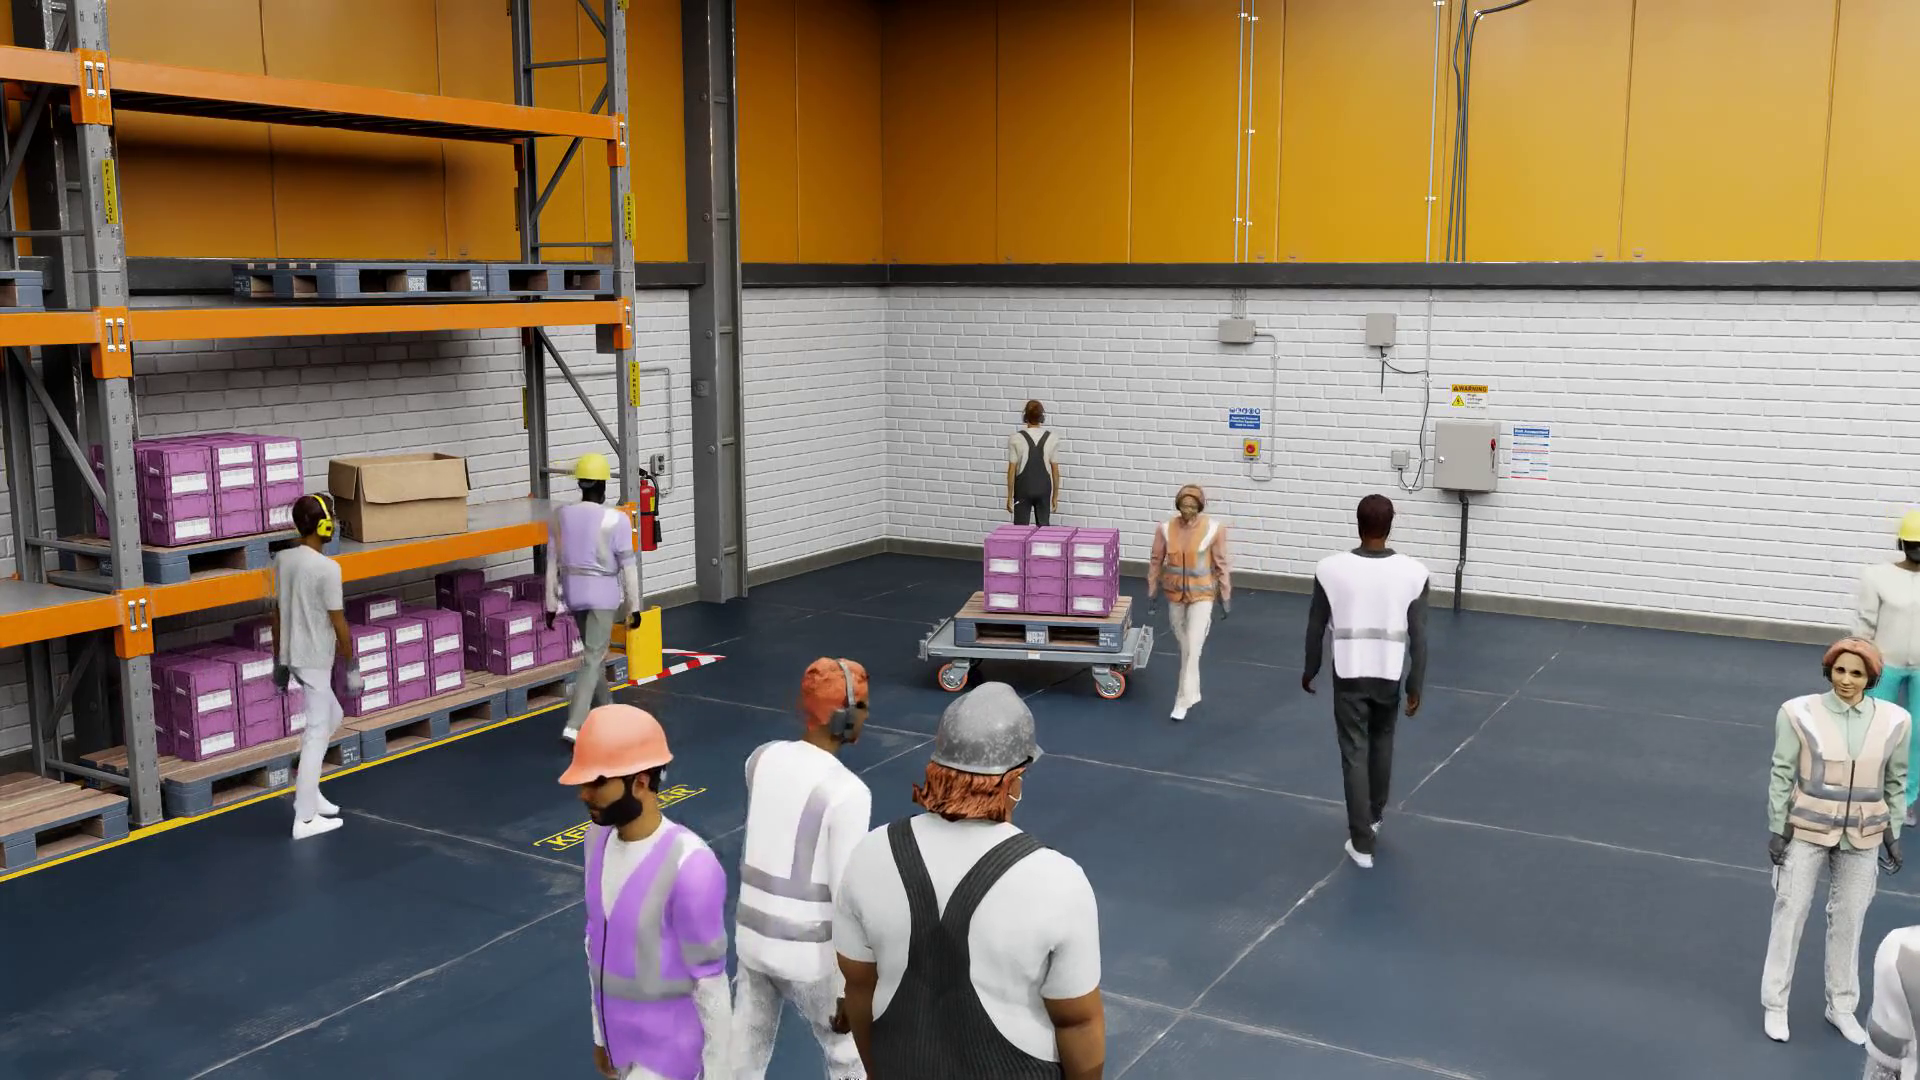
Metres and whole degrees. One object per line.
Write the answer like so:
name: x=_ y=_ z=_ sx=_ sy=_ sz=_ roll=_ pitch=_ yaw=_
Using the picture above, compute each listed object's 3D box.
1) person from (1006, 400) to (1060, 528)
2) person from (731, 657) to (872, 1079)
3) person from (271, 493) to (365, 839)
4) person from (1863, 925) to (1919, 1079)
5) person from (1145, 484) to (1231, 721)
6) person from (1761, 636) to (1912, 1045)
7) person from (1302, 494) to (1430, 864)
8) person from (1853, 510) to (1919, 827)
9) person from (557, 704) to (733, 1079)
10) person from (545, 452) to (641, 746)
person: x=0.698 y=-0.417 z=15.877 sx=0.508 sy=1.841 sz=0.346 roll=-2 pitch=9 yaw=-10
person: x=-0.474 y=1.286 z=5.226 sx=0.578 sy=1.848 sz=0.657 roll=9 pitch=13 yaw=44
person: x=-3.479 y=0.672 z=9.007 sx=0.498 sy=1.854 sz=0.545 roll=7 pitch=11 yaw=37
person: x=2.387 y=1.475 z=3.849 sx=0.547 sy=1.907 sz=0.842 roll=7 pitch=11 yaw=35
person: x=1.522 y=0.420 z=11.323 sx=0.561 sy=1.597 sz=0.776 roll=5 pitch=11 yaw=30
person: x=3.442 y=1.175 z=6.549 sx=0.515 sy=1.636 sz=0.314 roll=1 pitch=9 yaw=9
person: x=2.122 y=0.693 z=8.783 sx=0.604 sy=1.879 sz=0.879 roll=0 pitch=9 yaw=3
person: x=5.257 y=0.685 z=9.254 sx=0.536 sy=1.755 sz=0.517 roll=4 pitch=10 yaw=21
person: x=-0.797 y=1.354 z=4.649 sx=0.962 sy=1.901 sz=0.544 roll=-8 pitch=12 yaw=-42
person: x=-2.402 y=0.377 z=10.785 sx=0.603 sy=1.885 sz=0.980 roll=3 pitch=10 yaw=17
